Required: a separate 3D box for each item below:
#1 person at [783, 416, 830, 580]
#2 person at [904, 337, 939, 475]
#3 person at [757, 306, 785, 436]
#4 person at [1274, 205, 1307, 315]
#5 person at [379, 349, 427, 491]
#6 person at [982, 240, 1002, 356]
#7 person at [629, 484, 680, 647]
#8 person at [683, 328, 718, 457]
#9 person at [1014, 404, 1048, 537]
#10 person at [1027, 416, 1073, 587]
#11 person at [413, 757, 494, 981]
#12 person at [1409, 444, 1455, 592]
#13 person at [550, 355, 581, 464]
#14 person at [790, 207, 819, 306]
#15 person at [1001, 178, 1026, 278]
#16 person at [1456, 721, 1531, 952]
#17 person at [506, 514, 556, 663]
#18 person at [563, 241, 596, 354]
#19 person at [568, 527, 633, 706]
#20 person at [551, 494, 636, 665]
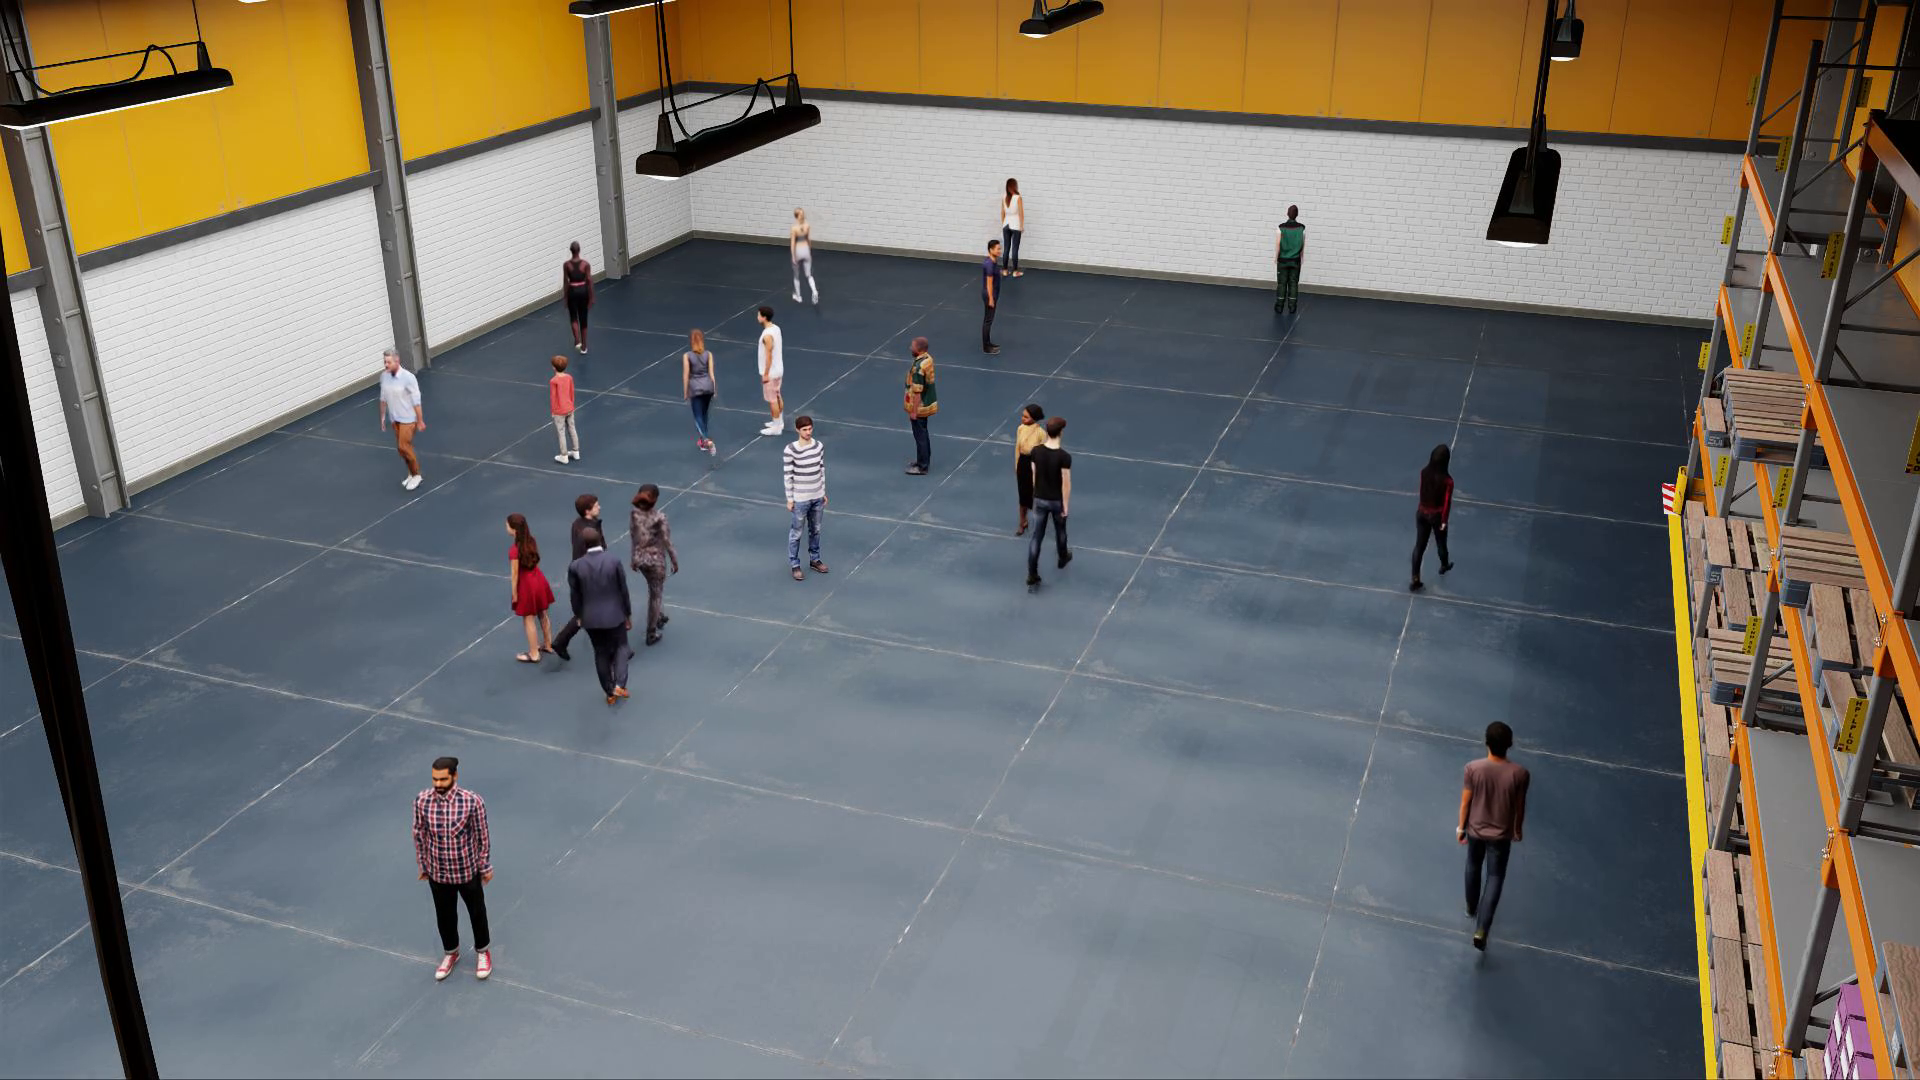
[{"bbox_3d":[-1.704,-0.498,18.359,0.677,1.854,0.782,-15,28,-31],"label":"person"},{"bbox_3d":[-0.503,-1.731,21.237,0.802,1.808,0.655,4,24,9],"label":"person"},{"bbox_3d":[-2.551,-2.310,22.589,0.746,1.785,0.563,3,24,8],"label":"person"},{"bbox_3d":[5.568,-4.756,28.114,0.712,1.843,0.688,2,24,4],"label":"person"},{"bbox_3d":[-6.917,-1.556,20.838,0.720,1.805,0.689,12,26,25],"label":"person"},{"bbox_3d":[0.468,-3.828,26.059,0.752,1.788,0.562,2,24,5],"label":"person"},{"bbox_3d":[-3.163,0.268,16.802,0.607,1.698,0.779,9,25,20],"label":"person"},{"bbox_3d":[-3.366,-1.885,21.727,1.052,1.696,1.098,-11,26,-23],"label":"person"},{"bbox_3d":[0.827,-0.802,19.303,0.631,1.654,0.634,17,29,34],"label":"person"},{"bbox_3d":[0.926,-0.389,18.108,0.667,1.854,1.197,9,25,20],"label":"person"},{"bbox_3d":[-3.641,2.340,11.983,0.774,1.760,0.737,0,24,-1],"label":"person"},{"bbox_3d":[5.052,-0.212,17.993,1.074,1.623,0.866,-21,31,-39],"label":"person"},{"bbox_3d":[-5.163,-1.714,21.689,0.624,1.414,0.504,17,29,34],"label":"person"},{"bbox_3d":[-2.667,-4.839,28.507,1.012,1.680,1.046,-12,26,-26],"label":"person"},{"bbox_3d":[0.939,-5.703,30.354,0.645,1.784,0.598,14,27,29],"label":"person"},{"bbox_3d":[3.925,2.201,12.310,0.668,1.754,1.077,10,25,21],"label":"person"},{"bbox_3d":[-4.283,0.454,16.564,0.613,1.546,0.550,10,26,22],"label":"person"},{"bbox_3d":[-5.957,-3.761,25.959,0.750,1.745,0.790,-5,24,-12],"label":"person"},{"bbox_3d":[-3.346,0.765,15.537,0.817,1.799,0.803,0,24,0],"label":"person"},{"bbox_3d":[-3.687,0.415,16.310,1.163,1.821,1.075,-12,27,-26],"label":"person"}]
